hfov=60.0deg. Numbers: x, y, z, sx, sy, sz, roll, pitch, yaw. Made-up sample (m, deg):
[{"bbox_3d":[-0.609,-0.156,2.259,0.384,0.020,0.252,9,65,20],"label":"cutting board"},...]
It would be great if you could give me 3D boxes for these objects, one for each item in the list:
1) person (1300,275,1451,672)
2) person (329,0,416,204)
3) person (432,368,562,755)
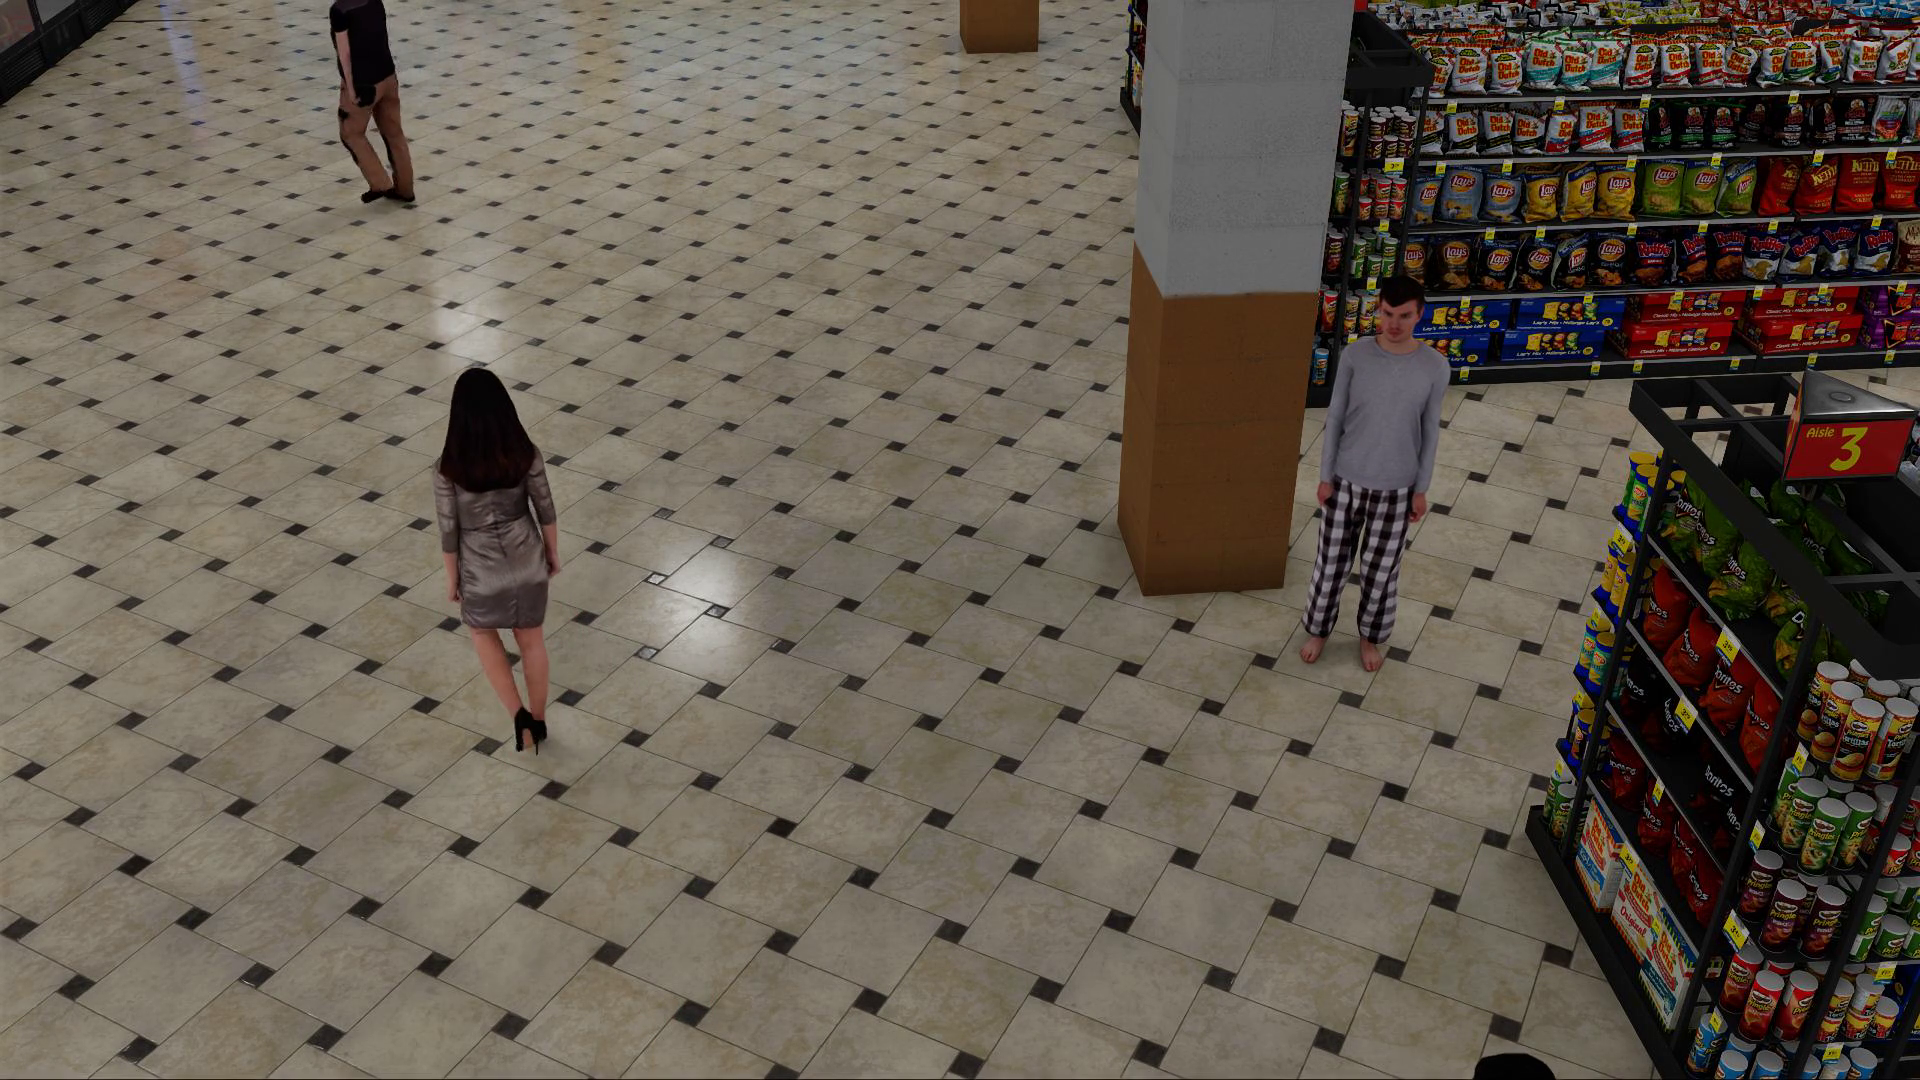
[{"bbox_3d":[1.782,-0.278,7.175,0.605,1.847,0.755,9,33,14],"label":"person"},{"bbox_3d":[-4.227,-3.325,12.087,0.825,1.830,0.796,16,35,24],"label":"person"},{"bbox_3d":[-1.786,0.171,6.557,0.733,1.737,0.790,-14,34,-21],"label":"person"}]
